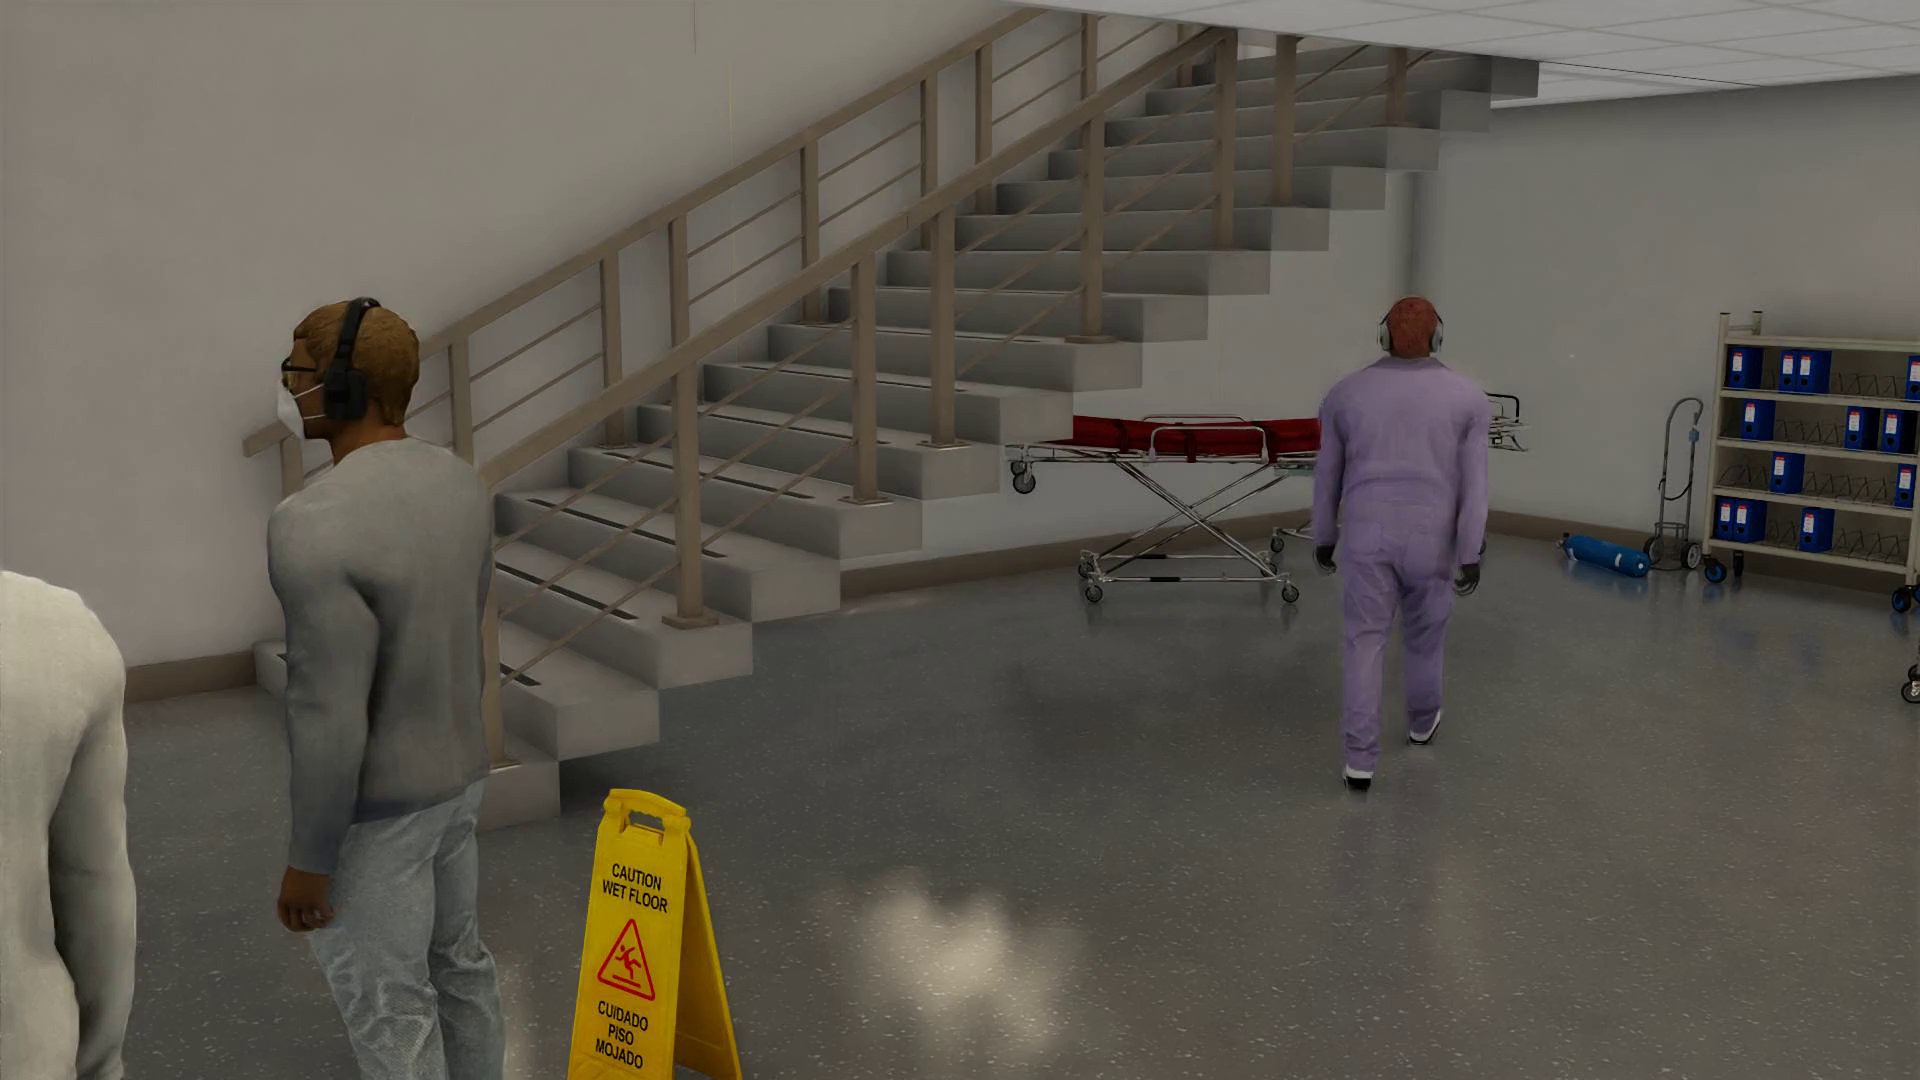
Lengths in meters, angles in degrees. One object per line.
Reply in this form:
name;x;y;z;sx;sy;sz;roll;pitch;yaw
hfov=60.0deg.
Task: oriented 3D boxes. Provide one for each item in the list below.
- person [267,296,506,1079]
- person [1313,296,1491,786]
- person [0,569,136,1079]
person;-1.108;0.507;3.218;0.368;1.940;0.632;2;10;9
person;1.709;-0.017;6.503;0.664;1.852;1.013;3;10;18
person;-1.274;0.722;1.982;0.372;1.939;0.629;6;11;30
